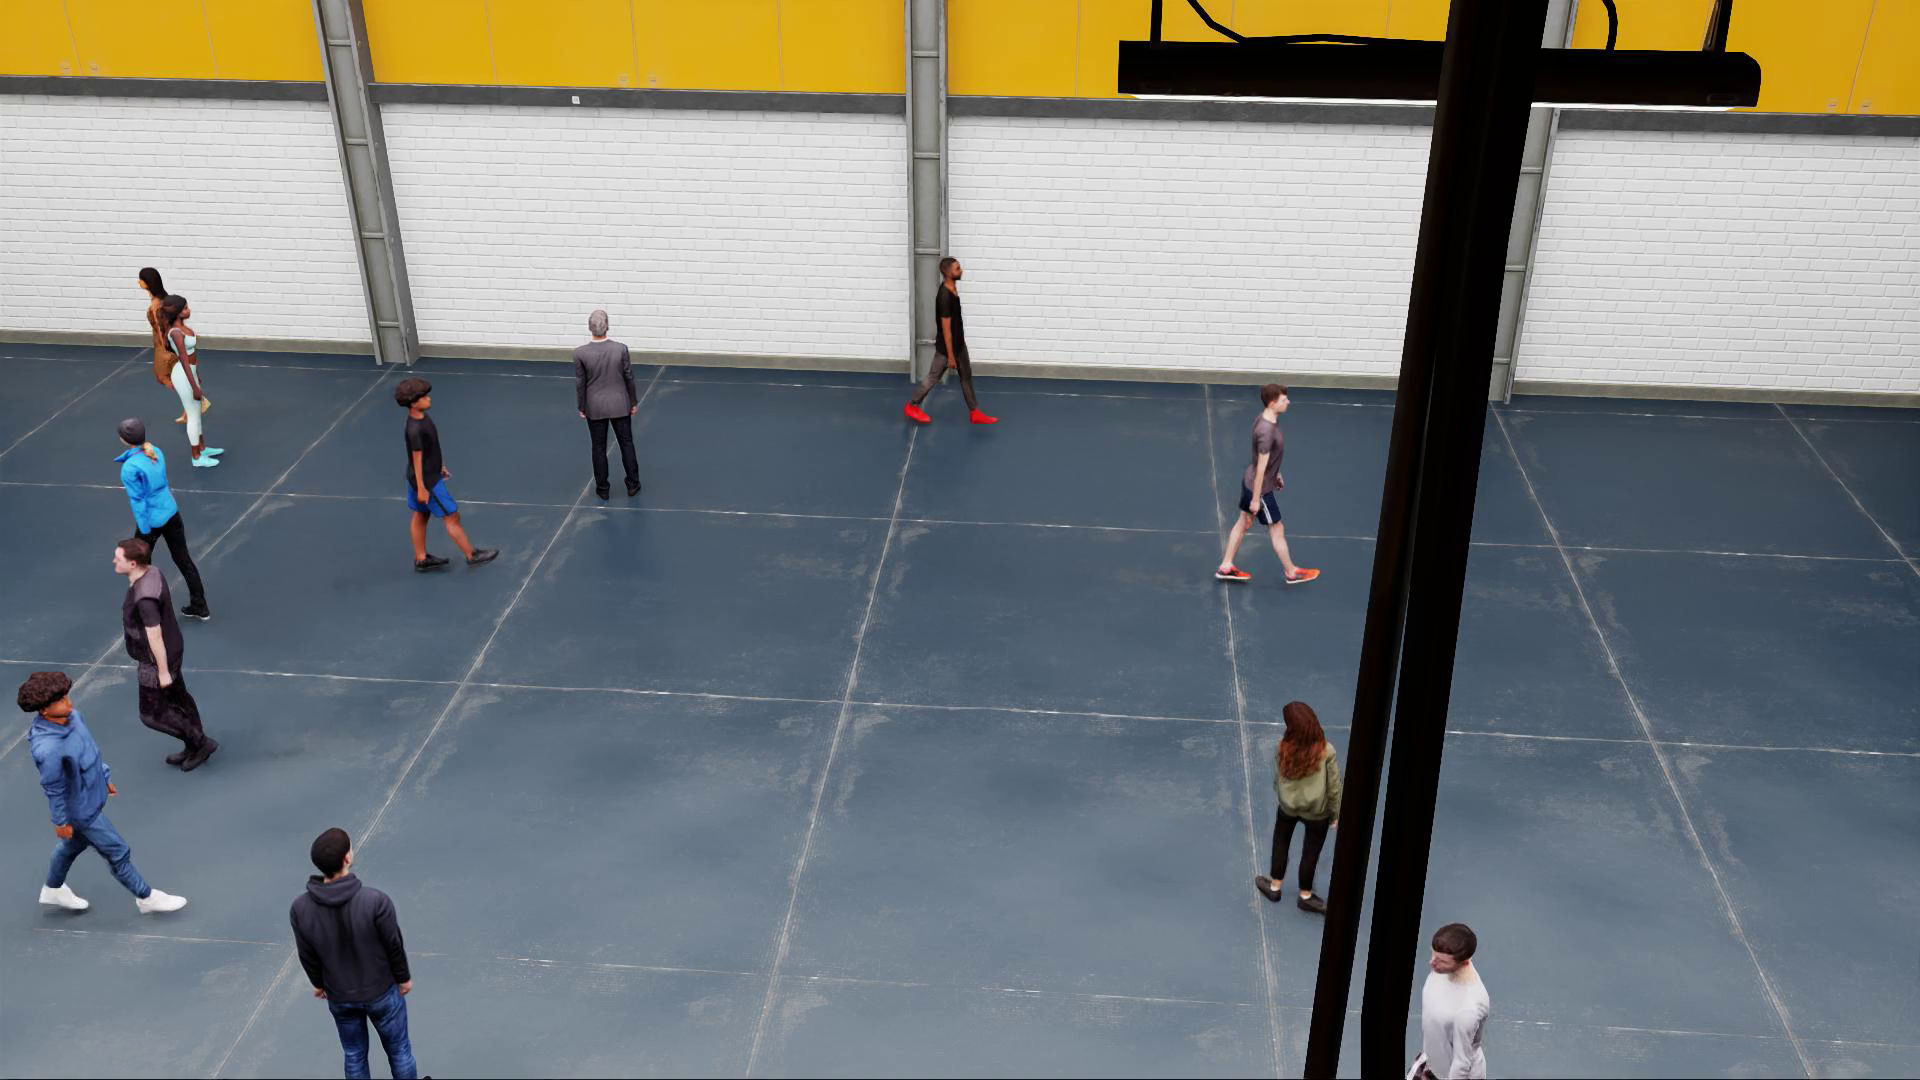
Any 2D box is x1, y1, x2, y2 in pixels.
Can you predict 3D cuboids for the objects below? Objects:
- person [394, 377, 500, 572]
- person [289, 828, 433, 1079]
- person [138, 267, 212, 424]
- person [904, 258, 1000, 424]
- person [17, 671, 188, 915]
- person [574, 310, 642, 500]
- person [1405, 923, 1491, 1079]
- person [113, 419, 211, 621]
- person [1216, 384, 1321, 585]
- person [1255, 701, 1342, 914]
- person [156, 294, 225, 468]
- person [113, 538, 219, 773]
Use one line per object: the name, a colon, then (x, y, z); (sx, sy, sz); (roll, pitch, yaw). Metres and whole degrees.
person: (-4.607, -0.519, 14.072); (1.042, 1.778, 0.832); (-7, 29, -13)
person: (-3.147, 2.333, 8.726); (0.580, 1.890, 0.777); (-3, 29, -6)
person: (-7.901, -1.945, 16.790); (0.787, 1.677, 0.713); (-10, 30, -18)
person: (-0.205, -1.959, 16.721); (1.238, 1.770, 0.751); (5, 29, 9)
person: (-5.484, 1.598, 10.193); (1.200, 1.776, 0.866); (-4, 29, -7)
person: (-3.253, -1.256, 15.355); (0.679, 1.842, 0.848); (-7, 29, -13)
person: (2.551, 2.623, 8.286); (1.223, 1.801, 0.837); (-1, 29, -2)
person: (-6.365, -0.130, 13.371); (1.077, 1.766, 0.822); (12, 31, 21)
person: (2.417, -0.439, 13.886); (1.084, 1.815, 0.692); (4, 29, 7)
person: (2.176, 1.691, 10.356); (0.808, 1.456, 0.657); (-22, 36, -35)
person: (-7.431, -1.537, 15.994); (0.659, 1.725, 0.645); (-10, 30, -18)
person: (-5.482, 0.802, 11.591); (0.861, 1.834, 0.861); (-12, 31, -21)
